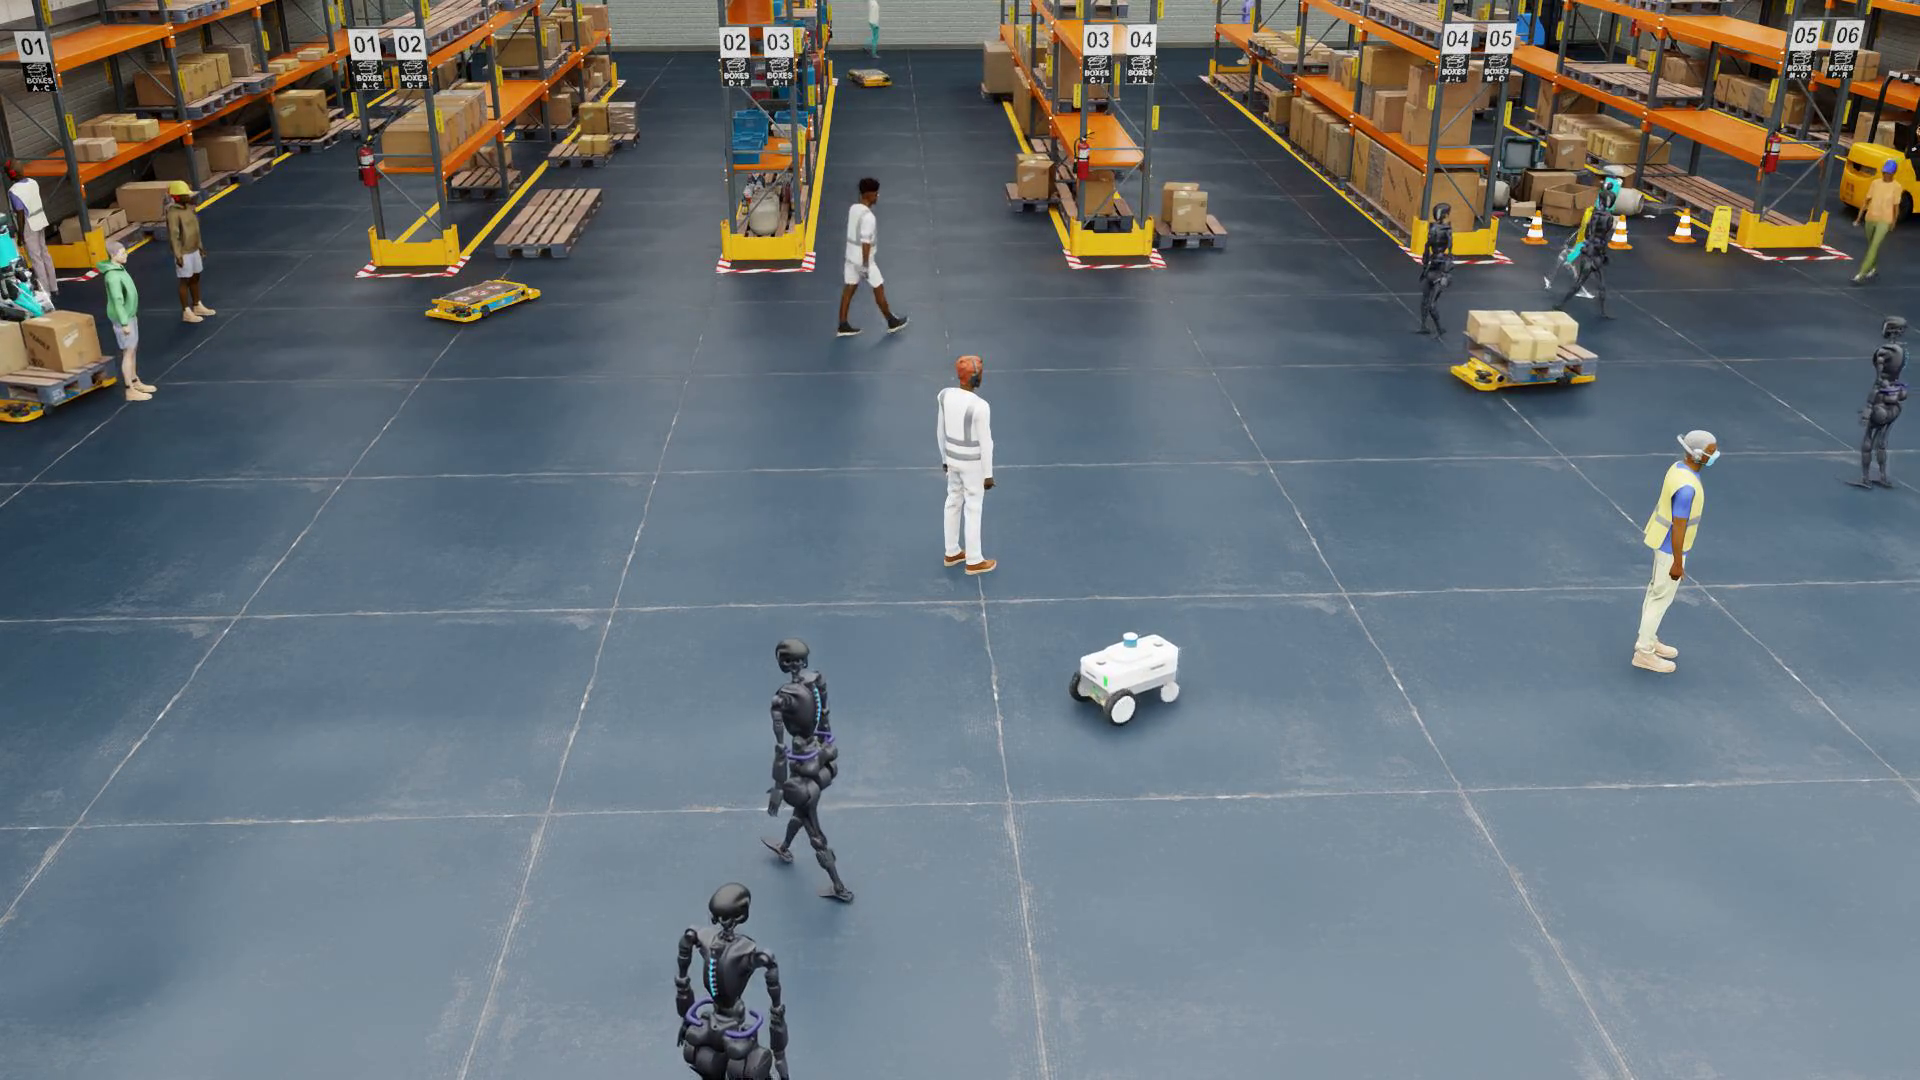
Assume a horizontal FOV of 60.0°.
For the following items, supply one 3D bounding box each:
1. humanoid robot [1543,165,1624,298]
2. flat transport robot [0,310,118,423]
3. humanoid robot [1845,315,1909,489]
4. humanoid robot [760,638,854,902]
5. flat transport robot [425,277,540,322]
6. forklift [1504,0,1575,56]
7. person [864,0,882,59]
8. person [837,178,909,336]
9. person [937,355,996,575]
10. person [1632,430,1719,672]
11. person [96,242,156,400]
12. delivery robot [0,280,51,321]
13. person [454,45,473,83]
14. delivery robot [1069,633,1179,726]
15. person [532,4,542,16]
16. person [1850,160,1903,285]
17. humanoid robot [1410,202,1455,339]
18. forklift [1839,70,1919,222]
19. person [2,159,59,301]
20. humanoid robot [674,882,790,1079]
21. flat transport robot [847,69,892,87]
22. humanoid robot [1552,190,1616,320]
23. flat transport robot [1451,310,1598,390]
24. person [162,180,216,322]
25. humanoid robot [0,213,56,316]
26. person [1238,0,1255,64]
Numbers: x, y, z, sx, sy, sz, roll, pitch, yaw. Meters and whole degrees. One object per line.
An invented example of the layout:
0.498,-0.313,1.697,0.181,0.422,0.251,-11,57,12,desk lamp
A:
8.090,-4.054,21.826,0.933,1.799,0.556,16,28,31,humanoid robot
-9.950,-1.601,18.070,0.659,0.231,1.431,6,25,13,flat transport robot
8.710,-1.285,15.641,0.593,1.648,0.378,-20,31,-38,humanoid robot
-0.953,1.330,9.801,0.755,1.623,0.616,12,27,25,humanoid robot
-6.139,-3.096,21.429,0.659,0.231,1.431,12,27,25,flat transport robot
14.700,-13.805,42.301,1.873,2.768,1.129,-1,24,-2,forklift
-2.148,-13.055,41.980,0.394,1.758,0.537,-8,25,-16,person
-1.093,-3.431,20.156,0.963,1.915,0.619,-13,27,-27,person
0.056,-0.632,13.906,0.337,1.882,0.583,-21,31,-39,person
5.278,0.068,12.343,0.398,1.886,0.509,8,25,18,person
-9.036,-2.372,18.007,0.317,1.736,0.478,-7,25,-15,person
-11.690,-2.940,20.716,0.773,0.586,0.499,13,27,26,delivery robot
-11.263,-11.095,37.645,0.538,1.695,0.318,5,25,12,person
1.194,0.970,11.964,0.803,0.614,0.499,-15,28,-30,delivery robot
-10.460,-12.639,40.912,0.514,1.862,0.388,3,24,8,person
12.351,-4.290,22.397,0.934,1.656,0.427,-16,28,-31,person
5.741,-3.237,20.028,0.323,1.664,0.591,-7,25,-15,humanoid robot
15.132,-6.143,25.915,2.313,2.155,1.214,-1,24,-2,forklift
-12.035,-4.011,21.555,0.391,1.839,0.564,-1,24,-2,person
-1.063,2.289,7.603,0.608,1.646,0.349,10,26,21,humanoid robot
-2.107,-10.714,38.547,0.659,0.231,1.431,-8,25,-18,flat transport robot
7.944,-3.586,20.862,0.781,1.625,0.613,19,30,36,humanoid robot
6.364,-1.914,18.772,1.431,0.231,0.659,-5,25,-12,flat transport robot
-9.655,-3.614,20.763,0.410,1.758,0.550,3,24,6,person
-10.682,-2.870,19.121,0.788,1.776,0.551,3,24,6,humanoid robot
7.133,-12.693,41.136,0.376,1.786,0.633,7,25,16,person
